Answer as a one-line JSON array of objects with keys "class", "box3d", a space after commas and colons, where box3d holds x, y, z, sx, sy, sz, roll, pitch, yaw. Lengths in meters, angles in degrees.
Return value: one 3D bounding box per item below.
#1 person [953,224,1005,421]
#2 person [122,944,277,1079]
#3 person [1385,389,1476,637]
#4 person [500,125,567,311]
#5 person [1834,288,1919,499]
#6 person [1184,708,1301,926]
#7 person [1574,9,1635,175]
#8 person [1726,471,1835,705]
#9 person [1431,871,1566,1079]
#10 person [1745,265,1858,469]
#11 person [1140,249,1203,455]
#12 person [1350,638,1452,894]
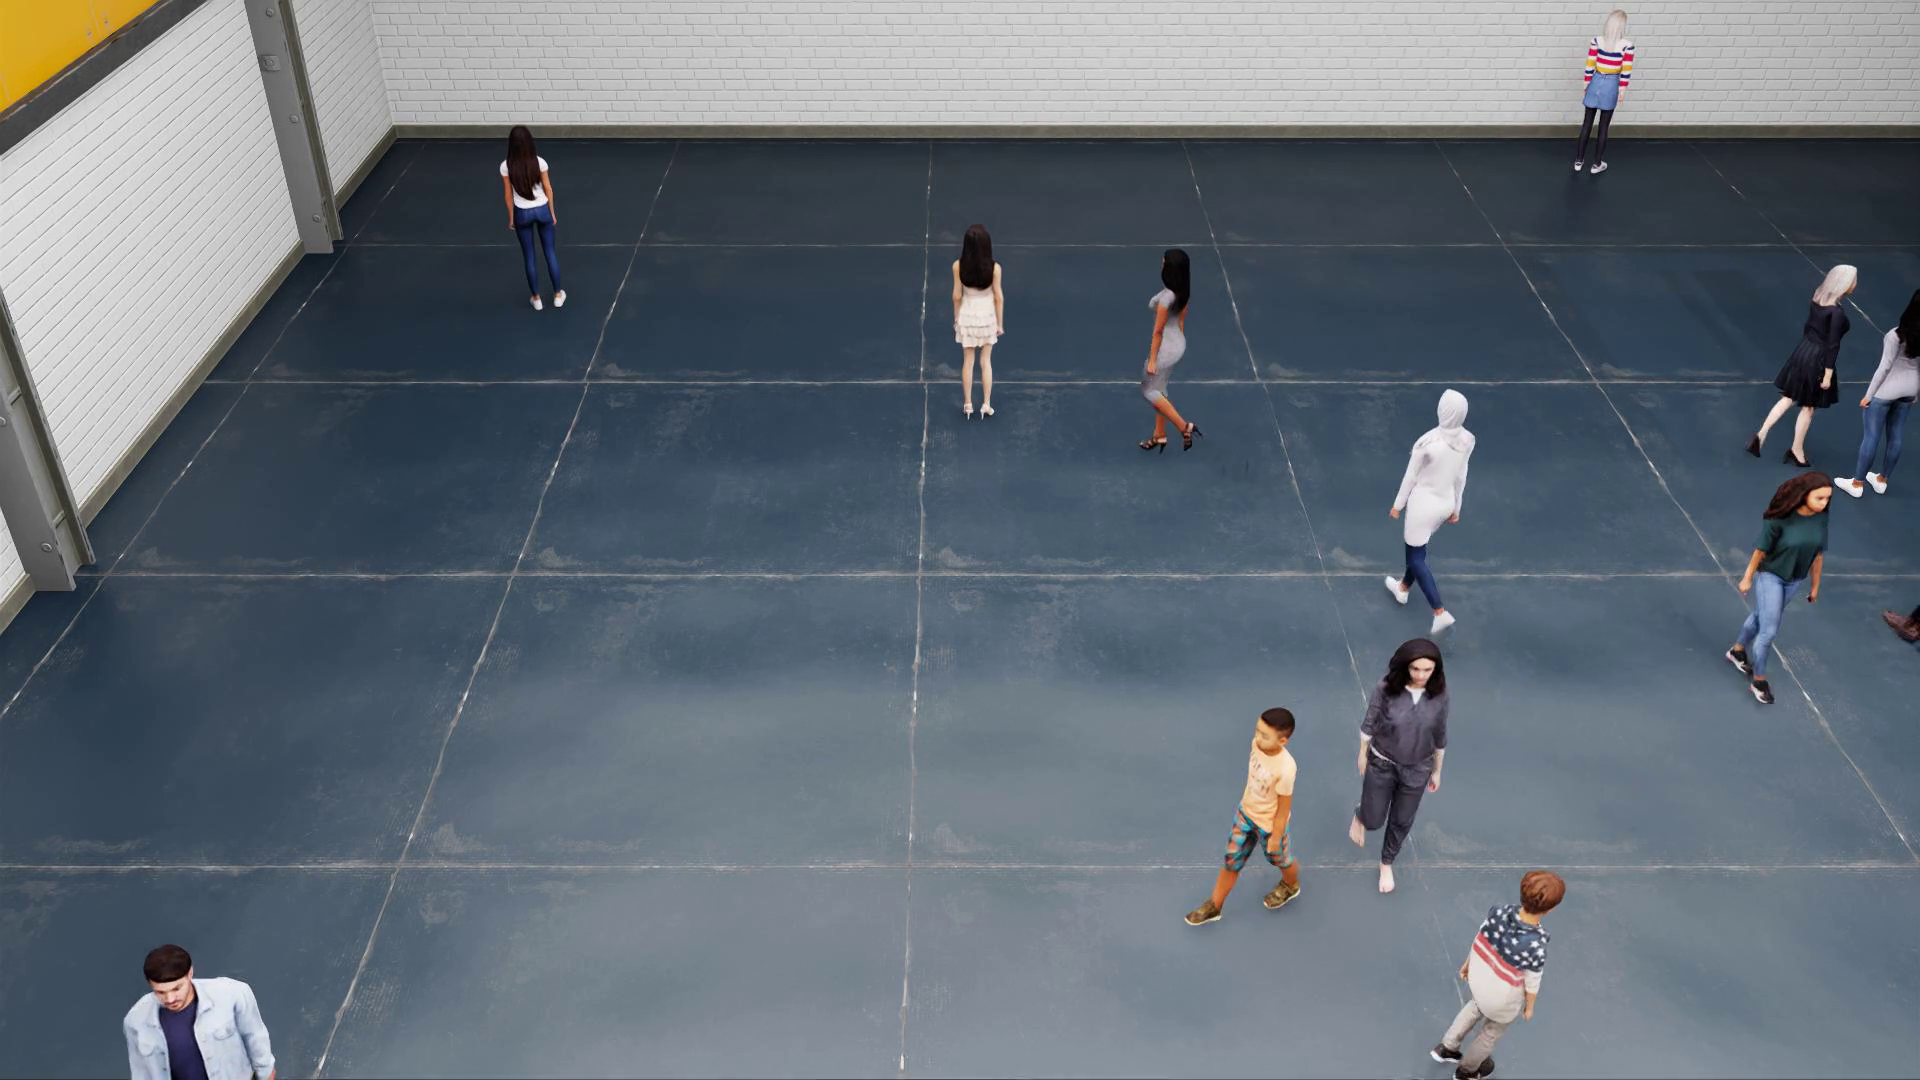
[{"class": "person", "box3d": [0.139, -1.795, 13.788, 0.610, 1.735, 0.573, 5, 34, 8]}, {"class": "person", "box3d": [-3.342, 2.396, 7.441, 0.831, 1.783, 1.035, -7, 34, -10]}, {"class": "person", "box3d": [3.228, -0.160, 11.312, 0.881, 1.754, 1.158, -12, 35, -17]}, {"class": "person", "box3d": [-4.004, -3.018, 15.593, 0.644, 1.774, 0.602, -9, 35, -13]}, {"class": "person", "box3d": [7.185, -1.130, 12.788, 0.650, 1.735, 0.582, -6, 34, -9]}, {"class": "person", "box3d": [1.727, 1.505, 9.106, 0.911, 1.422, 0.982, -18, 37, -25]}, {"class": "person", "box3d": [7.178, -5.016, 18.568, 0.719, 1.808, 0.737, 23, 40, 30]}, {"class": "person", "box3d": [5.322, 0.209, 10.900, 0.683, 1.596, 0.882, -5, 34, -8]}, {"class": "person", "box3d": [2.577, 2.176, 8.095, 0.750, 1.425, 0.694, -19, 38, -26]}, {"class": "person", "box3d": [6.706, -1.369, 13.140, 0.682, 1.743, 0.689, -1, 34, -1]}, {"class": "person", "box3d": [1.723, -1.432, 13.217, 0.863, 1.763, 0.831, 17, 37, 24]}, {"class": "person", "box3d": [2.436, 1.190, 9.285, 0.625, 1.749, 0.708, 1, 34, 2]}]
